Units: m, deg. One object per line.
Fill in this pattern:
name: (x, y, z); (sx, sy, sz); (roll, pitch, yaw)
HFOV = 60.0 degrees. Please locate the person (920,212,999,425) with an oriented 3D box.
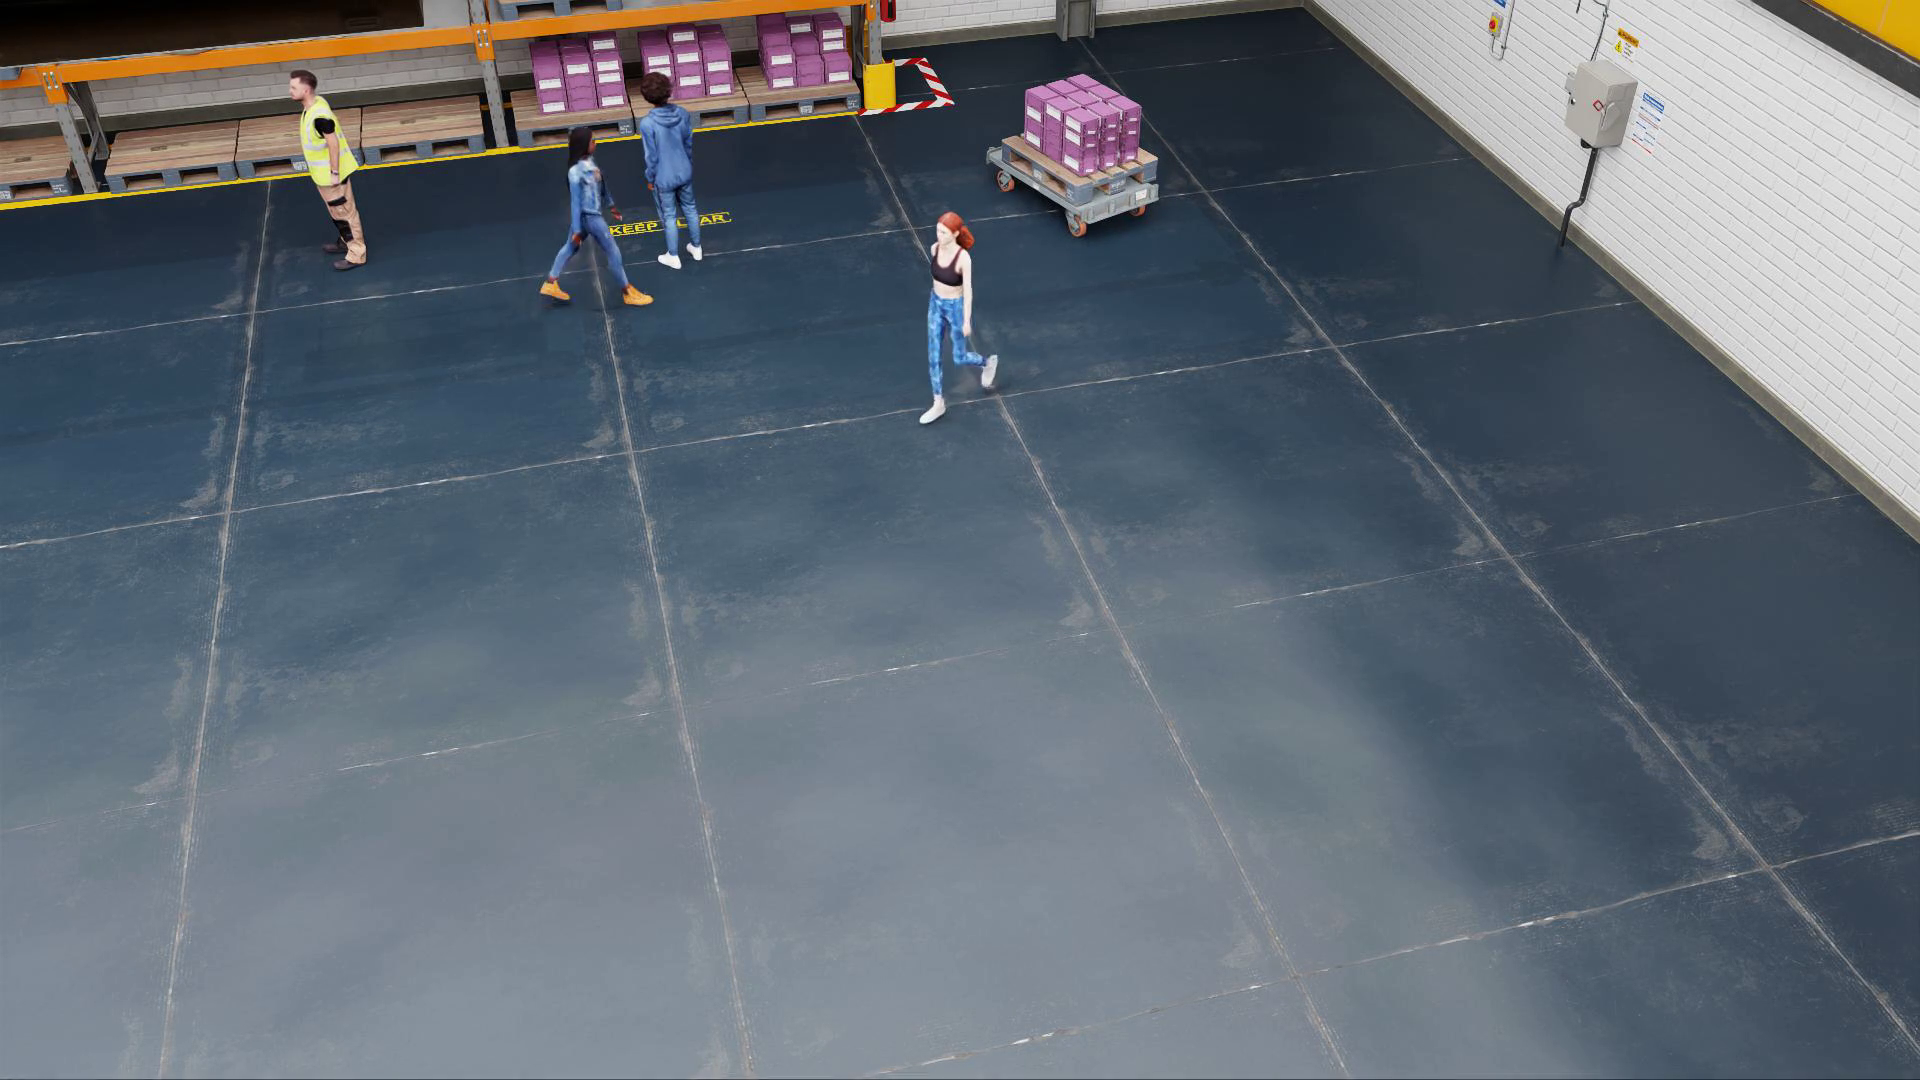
person: (-0.017, -1.766, 12.989); (0.908, 1.766, 1.101); (31, 48, 33)

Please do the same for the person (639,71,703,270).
person: (-2.589, -3.307, 14.887); (0.647, 1.807, 0.807); (-26, 46, -29)

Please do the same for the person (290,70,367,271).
person: (-5.658, -3.330, 14.885); (0.770, 1.845, 0.766); (-18, 42, -21)

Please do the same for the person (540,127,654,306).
person: (-3.285, -2.726, 14.272); (1.271, 1.665, 0.823); (-1, 39, -2)
